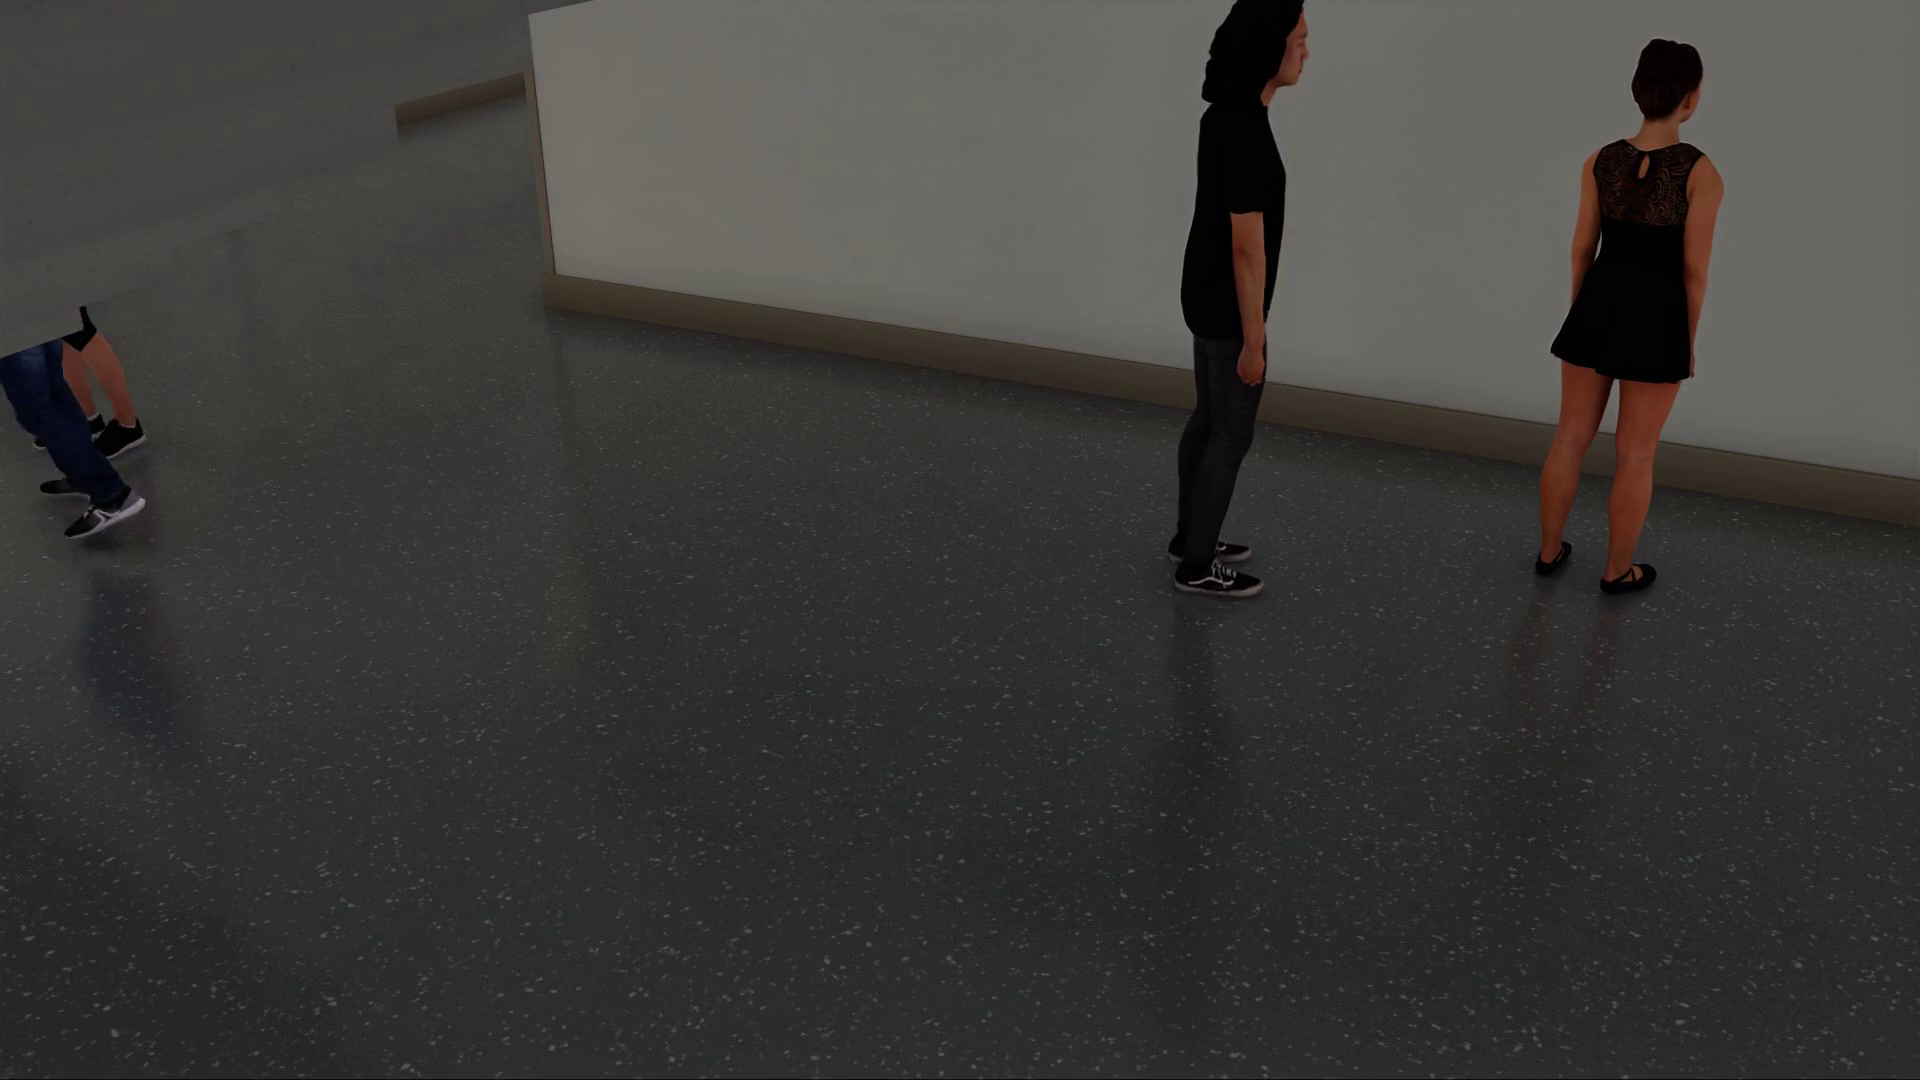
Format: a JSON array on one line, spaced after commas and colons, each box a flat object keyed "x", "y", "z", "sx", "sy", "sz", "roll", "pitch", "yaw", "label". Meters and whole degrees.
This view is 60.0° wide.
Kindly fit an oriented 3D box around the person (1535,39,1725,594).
[{"x": 1.999, "y": -0.643, "z": 4.991, "sx": 0.595, "sy": 1.673, "sz": 0.705, "roll": 22, "pitch": 34, "yaw": 38, "label": "person"}]

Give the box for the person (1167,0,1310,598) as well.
[{"x": 0.784, "y": -0.669, "z": 4.946, "sx": 0.690, "sy": 1.746, "sz": 0.704, "roll": -2, "pitch": 26, "yaw": -4, "label": "person"}]

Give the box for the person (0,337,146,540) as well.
[{"x": -3.031, "y": -0.752, "z": 5.390, "sx": 0.857, "sy": 1.522, "sz": 0.754, "roll": 7, "pitch": 27, "yaw": 15, "label": "person"}]
